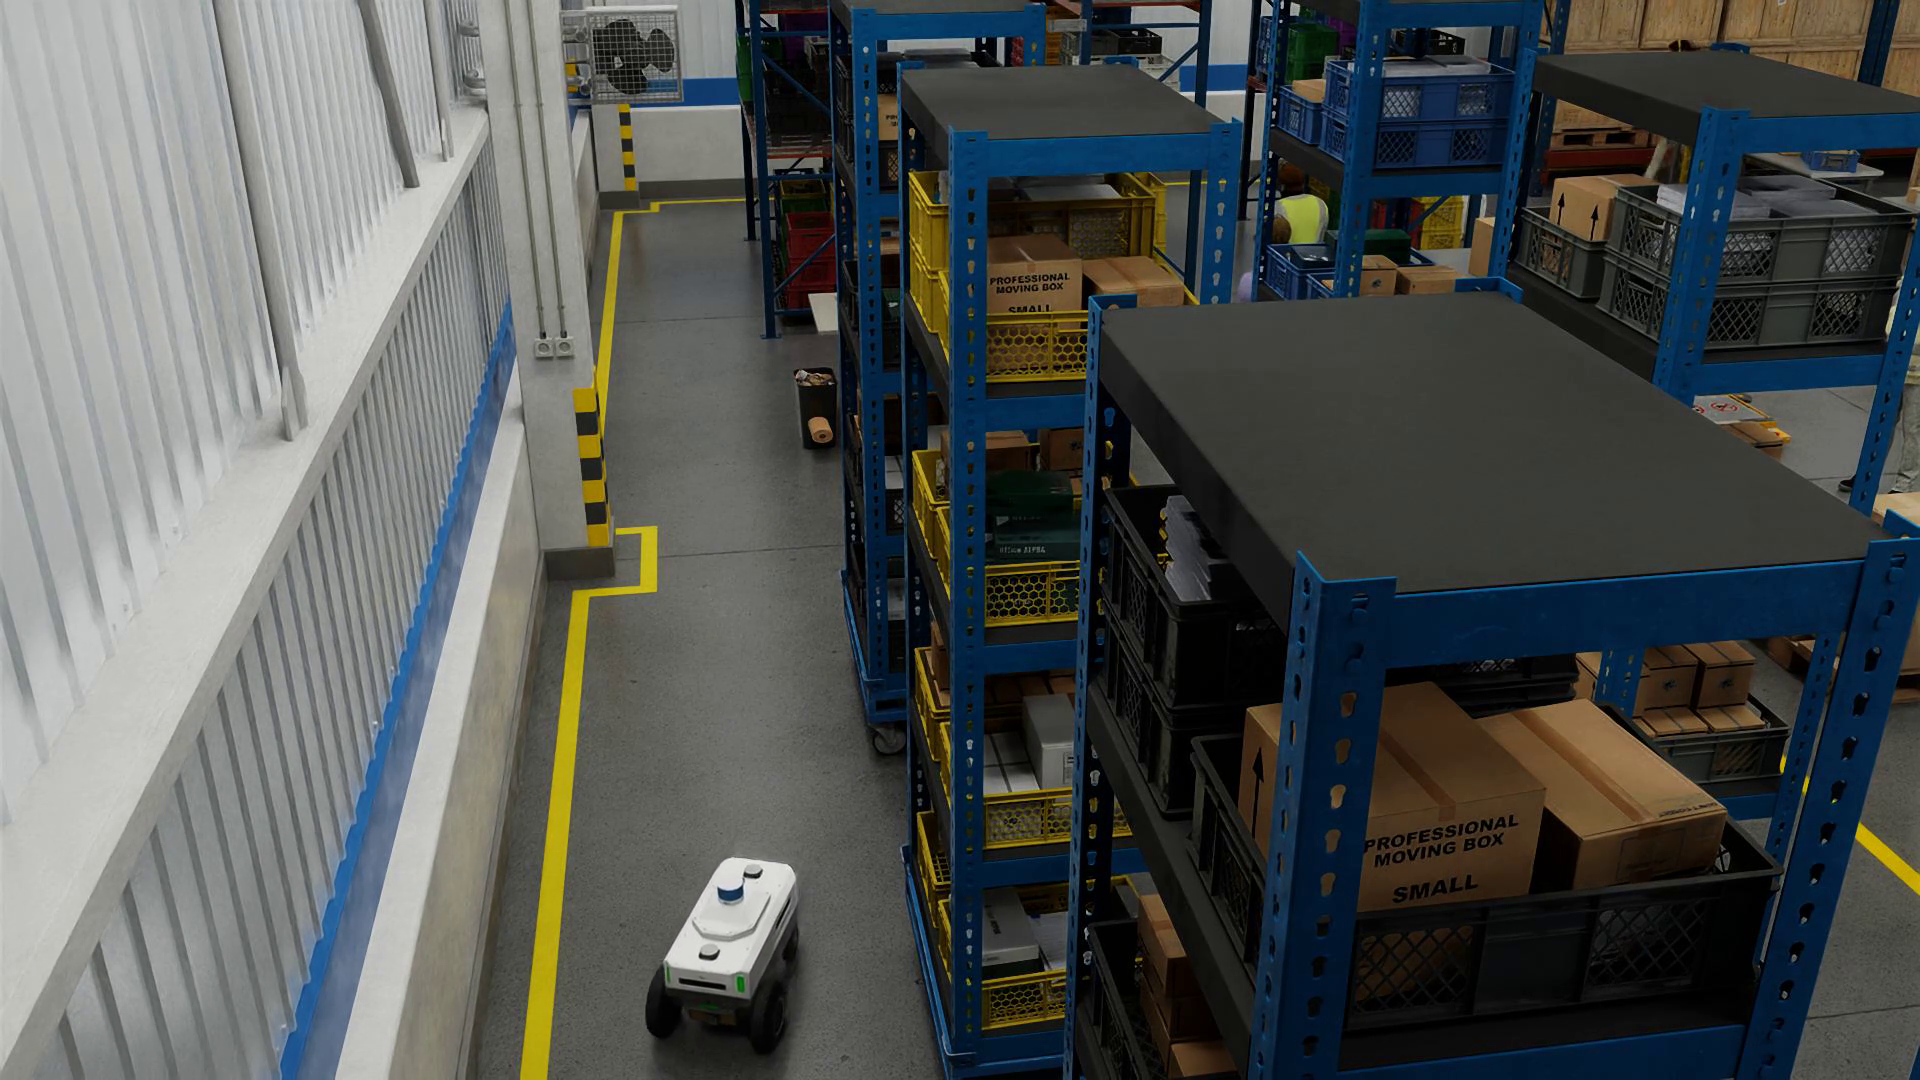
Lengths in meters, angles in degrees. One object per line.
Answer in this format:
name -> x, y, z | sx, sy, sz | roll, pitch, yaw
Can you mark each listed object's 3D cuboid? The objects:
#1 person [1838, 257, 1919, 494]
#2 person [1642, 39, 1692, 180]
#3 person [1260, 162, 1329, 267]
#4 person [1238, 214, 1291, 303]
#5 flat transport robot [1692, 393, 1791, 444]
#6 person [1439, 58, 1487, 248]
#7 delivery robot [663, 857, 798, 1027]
person -> 6.174, -1.105, 10.812 | 0.404, 1.829, 0.600 | -8, 26, -17
person -> 8.087, -4.690, 18.662 | 1.015, 1.800, 0.586 | 8, 26, 18
person -> 2.465, -1.959, 12.667 | 0.619, 1.838, 0.430 | -15, 28, -29
person -> 2.005, -1.151, 10.805 | 0.625, 1.931, 0.371 | -19, 31, -35
flat transport robot -> 5.224, -0.859, 12.132 | 1.431, 0.197, 0.652 | -4, 25, -8
person -> 5.186, -3.917, 16.866 | 0.574, 1.883, 0.355 | -9, 26, -20
delivery robot -> -0.884, 1.531, 6.492 | 0.477, 0.478, 0.707 | 5, 25, 11
